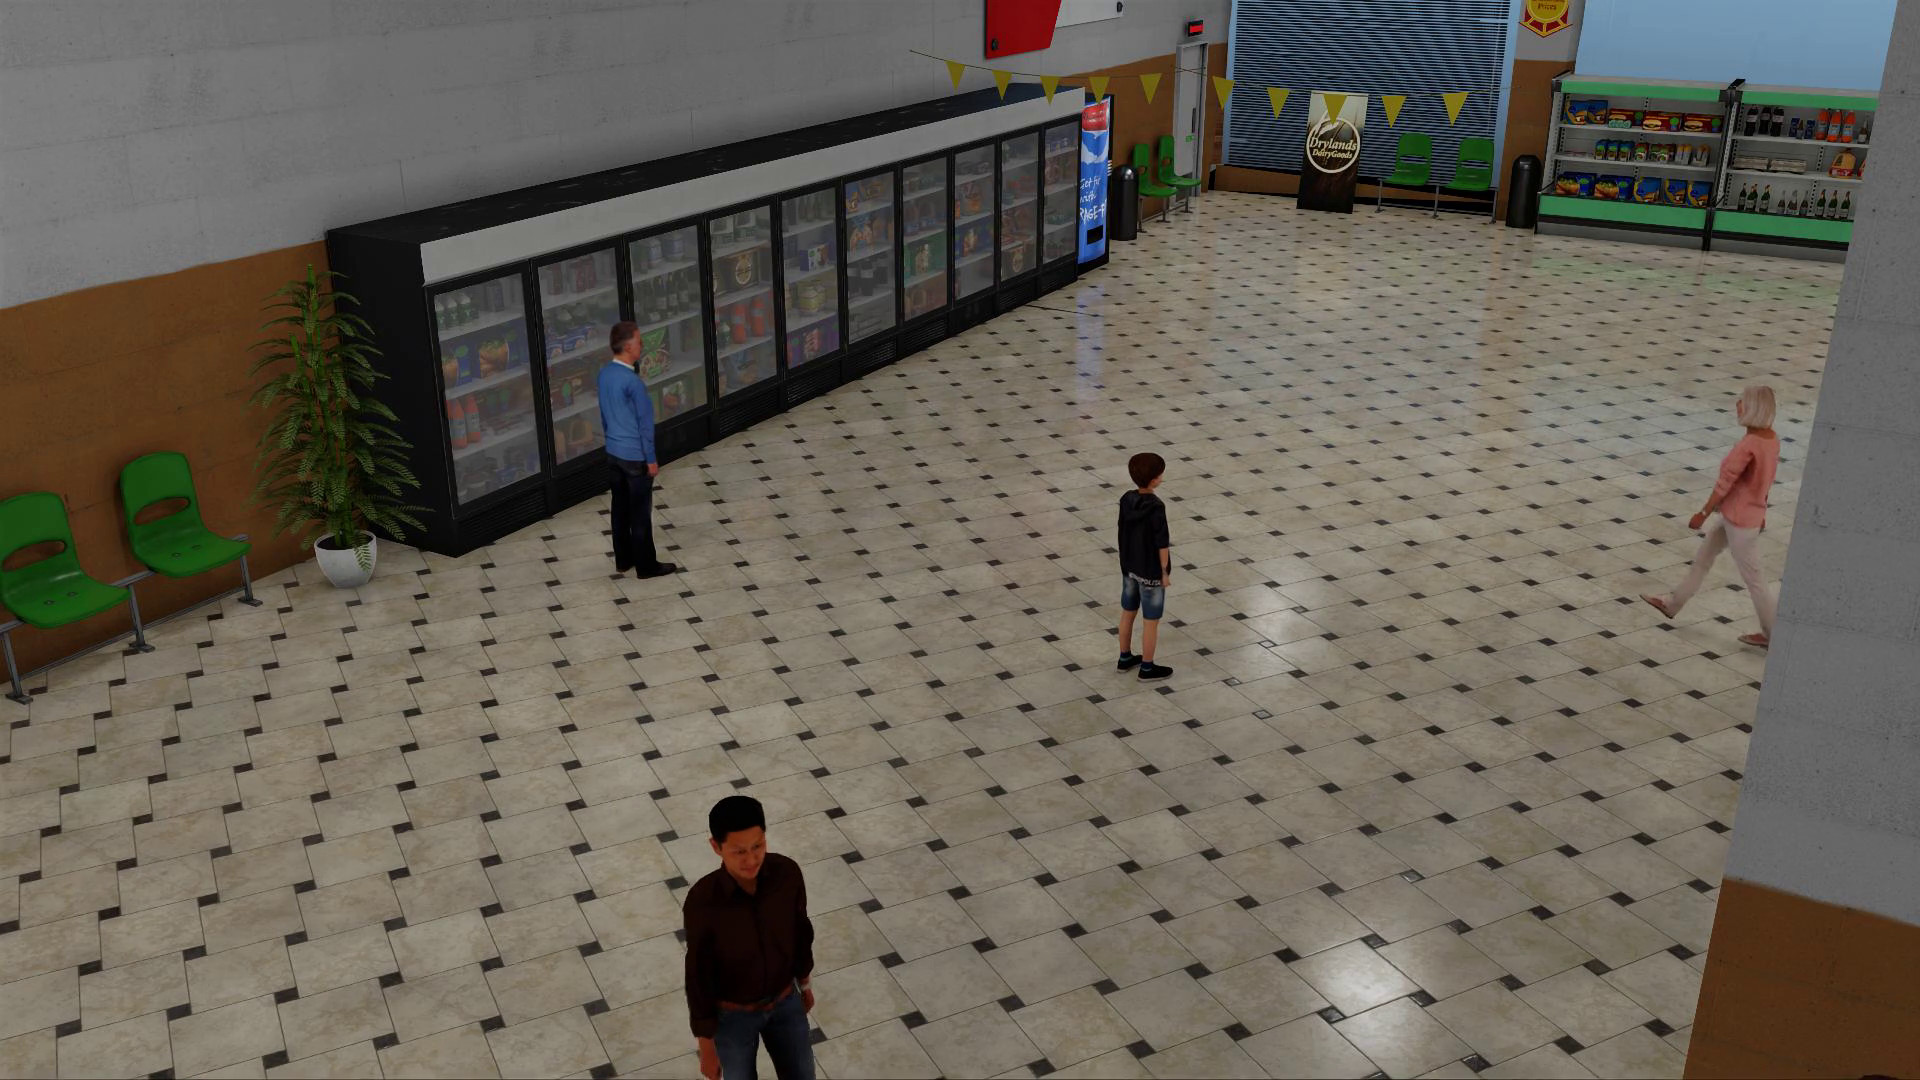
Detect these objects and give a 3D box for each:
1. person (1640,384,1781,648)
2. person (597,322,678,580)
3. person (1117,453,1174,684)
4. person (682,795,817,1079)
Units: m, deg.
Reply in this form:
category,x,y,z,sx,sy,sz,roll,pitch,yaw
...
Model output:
category,x,y,z,sx,sy,sz,roll,pitch,yaw
person,4.971,-0.095,10.416,1.176,1.668,0.718,17,28,36
person,-2.294,-0.621,11.536,0.587,1.809,0.765,20,29,40
person,1.114,0.157,10.085,0.661,1.447,0.556,-17,28,-36
person,-0.784,1.640,5.974,0.811,1.760,0.839,-13,25,-28
